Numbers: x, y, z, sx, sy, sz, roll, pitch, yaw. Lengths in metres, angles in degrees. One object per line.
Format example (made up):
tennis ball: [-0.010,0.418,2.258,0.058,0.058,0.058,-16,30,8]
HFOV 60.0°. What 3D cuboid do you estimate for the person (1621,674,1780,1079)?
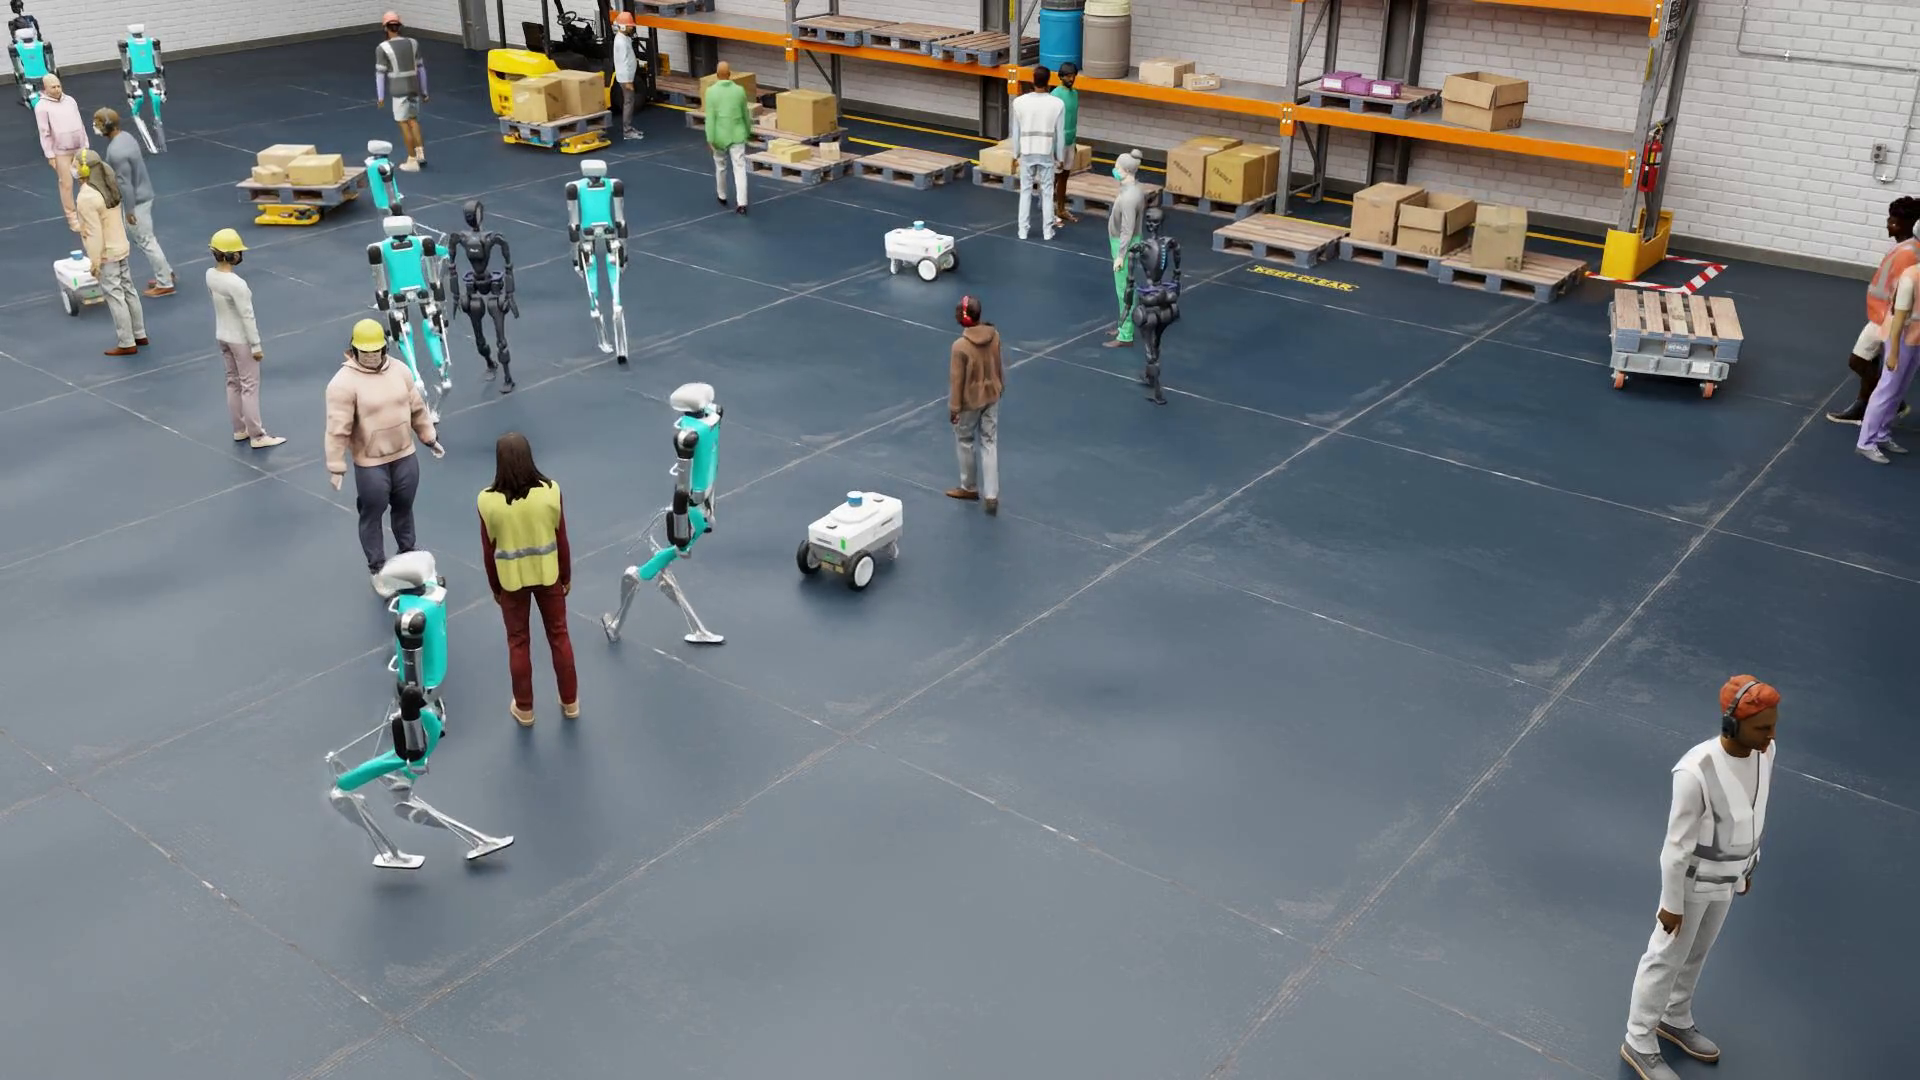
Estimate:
person: [3.065,1.396,6.827,0.572,1.882,0.357,-18,31,-32]

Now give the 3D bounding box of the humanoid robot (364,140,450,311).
humanoid robot: [-5.335,-3.005,16.095,0.957,1.754,0.543,-17,31,-31]

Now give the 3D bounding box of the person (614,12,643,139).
person: [-4.671,-6.537,23.419,0.351,1.737,0.571,-4,26,-9]

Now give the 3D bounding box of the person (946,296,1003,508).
person: [0.136,-1.004,12.072,0.554,1.624,0.503,-18,31,-32]

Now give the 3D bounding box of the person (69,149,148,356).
person: [-7.736,-2.615,15.140,0.407,1.877,0.565,0,26,0]

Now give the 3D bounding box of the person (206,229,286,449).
person: [-5.673,-1.587,13.146,0.517,1.761,0.332,19,32,34]

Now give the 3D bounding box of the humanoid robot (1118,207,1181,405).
humanoid robot: [1.619,-2.018,14.148,0.589,1.638,0.647,-14,29,-26]

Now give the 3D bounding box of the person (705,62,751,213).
person: [-2.745,-4.794,19.808,0.564,1.742,0.922,-8,27,-16]

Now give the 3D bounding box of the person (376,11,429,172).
person: [-7.238,-5.812,21.602,0.489,2.014,0.643,20,32,35]

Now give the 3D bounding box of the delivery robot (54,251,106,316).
delivery robot: [-8.729,-2.573,16.571,0.499,0.595,0.770,-21,33,-36]

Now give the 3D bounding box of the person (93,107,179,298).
person: [-8.284,-3.385,16.692,0.422,1.920,0.637,-8,27,-15]

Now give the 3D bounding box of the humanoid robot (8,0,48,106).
humanoid robot: [-14.159,-7.402,25.333,0.784,1.622,0.599,9,27,17]

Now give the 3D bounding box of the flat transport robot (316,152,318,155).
flat transport robot: [-8.591,-4.794,21.498,0.659,0.231,1.431,-12,28,-23]

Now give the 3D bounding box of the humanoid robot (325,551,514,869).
humanoid robot: [-2.712,0.882,8.028,0.968,1.732,0.557,-2,26,-3]

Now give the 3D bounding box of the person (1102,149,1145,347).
person: [1.517,-2.692,15.342,0.341,1.840,0.507,5,26,10]

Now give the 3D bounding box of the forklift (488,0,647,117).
forklift: [-5.874,-7.334,24.552,1.214,2.155,2.313,19,32,34]

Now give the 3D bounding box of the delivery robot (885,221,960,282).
delivery robot: [-0.413,-3.069,17.588,0.747,0.586,0.521,13,29,25]

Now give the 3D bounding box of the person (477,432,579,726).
person: [-2.416,0.234,9.366,0.473,1.766,0.364,-9,27,-18]

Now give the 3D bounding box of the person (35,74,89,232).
person: [-10.216,-4.430,19.018,0.416,1.774,0.537,15,29,28]

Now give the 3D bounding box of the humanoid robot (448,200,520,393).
humanoid robot: [-4.105,-2.128,14.399,0.585,1.647,0.611,-1,26,-1]

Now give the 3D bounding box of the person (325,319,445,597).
person: [-3.790,-0.568,10.912,0.420,1.865,0.804,20,32,36]

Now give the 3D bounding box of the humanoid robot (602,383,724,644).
humanoid robot: [-1.879,-0.125,10.185,0.950,1.795,0.552,6,26,12]

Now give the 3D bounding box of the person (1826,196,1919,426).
person: [7.473,-1.802,13.367,0.490,1.948,0.609,16,30,29]

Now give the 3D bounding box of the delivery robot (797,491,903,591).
delivery robot: [-0.724,-0.021,11.302,0.499,0.609,0.780,17,30,31]

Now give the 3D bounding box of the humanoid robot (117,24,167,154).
humanoid robot: [-11.025,-6.014,22.471,0.546,1.899,0.703,-20,32,-35]

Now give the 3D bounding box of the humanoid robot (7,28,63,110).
humanoid robot: [-12.366,-6.024,22.386,0.536,1.740,1.028,-13,29,-24]

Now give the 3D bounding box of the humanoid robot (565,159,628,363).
humanoid robot: [-3.188,-2.449,15.051,0.546,1.864,0.831,-11,28,-22]

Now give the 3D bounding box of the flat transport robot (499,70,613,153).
flat transport robot: [-5.621,-5.617,23.204,1.431,0.231,0.659,16,30,30]

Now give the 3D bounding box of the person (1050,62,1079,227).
person: [1.177,-4.586,19.256,0.399,1.848,0.492,18,31,33]

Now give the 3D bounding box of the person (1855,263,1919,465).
person: [7.328,-1.515,12.896,0.568,1.843,0.373,-19,32,-34]

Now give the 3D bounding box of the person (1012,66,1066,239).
person: [0.879,-4.326,18.651,0.603,1.908,0.396,4,26,8]

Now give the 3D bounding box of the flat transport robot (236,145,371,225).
flat transport robot: [-7.820,-4.042,19.941,0.659,0.231,1.431,2,26,4]

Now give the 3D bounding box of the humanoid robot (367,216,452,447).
humanoid robot: [-4.306,-1.613,13.294,0.545,1.826,0.874,-12,28,-23]
